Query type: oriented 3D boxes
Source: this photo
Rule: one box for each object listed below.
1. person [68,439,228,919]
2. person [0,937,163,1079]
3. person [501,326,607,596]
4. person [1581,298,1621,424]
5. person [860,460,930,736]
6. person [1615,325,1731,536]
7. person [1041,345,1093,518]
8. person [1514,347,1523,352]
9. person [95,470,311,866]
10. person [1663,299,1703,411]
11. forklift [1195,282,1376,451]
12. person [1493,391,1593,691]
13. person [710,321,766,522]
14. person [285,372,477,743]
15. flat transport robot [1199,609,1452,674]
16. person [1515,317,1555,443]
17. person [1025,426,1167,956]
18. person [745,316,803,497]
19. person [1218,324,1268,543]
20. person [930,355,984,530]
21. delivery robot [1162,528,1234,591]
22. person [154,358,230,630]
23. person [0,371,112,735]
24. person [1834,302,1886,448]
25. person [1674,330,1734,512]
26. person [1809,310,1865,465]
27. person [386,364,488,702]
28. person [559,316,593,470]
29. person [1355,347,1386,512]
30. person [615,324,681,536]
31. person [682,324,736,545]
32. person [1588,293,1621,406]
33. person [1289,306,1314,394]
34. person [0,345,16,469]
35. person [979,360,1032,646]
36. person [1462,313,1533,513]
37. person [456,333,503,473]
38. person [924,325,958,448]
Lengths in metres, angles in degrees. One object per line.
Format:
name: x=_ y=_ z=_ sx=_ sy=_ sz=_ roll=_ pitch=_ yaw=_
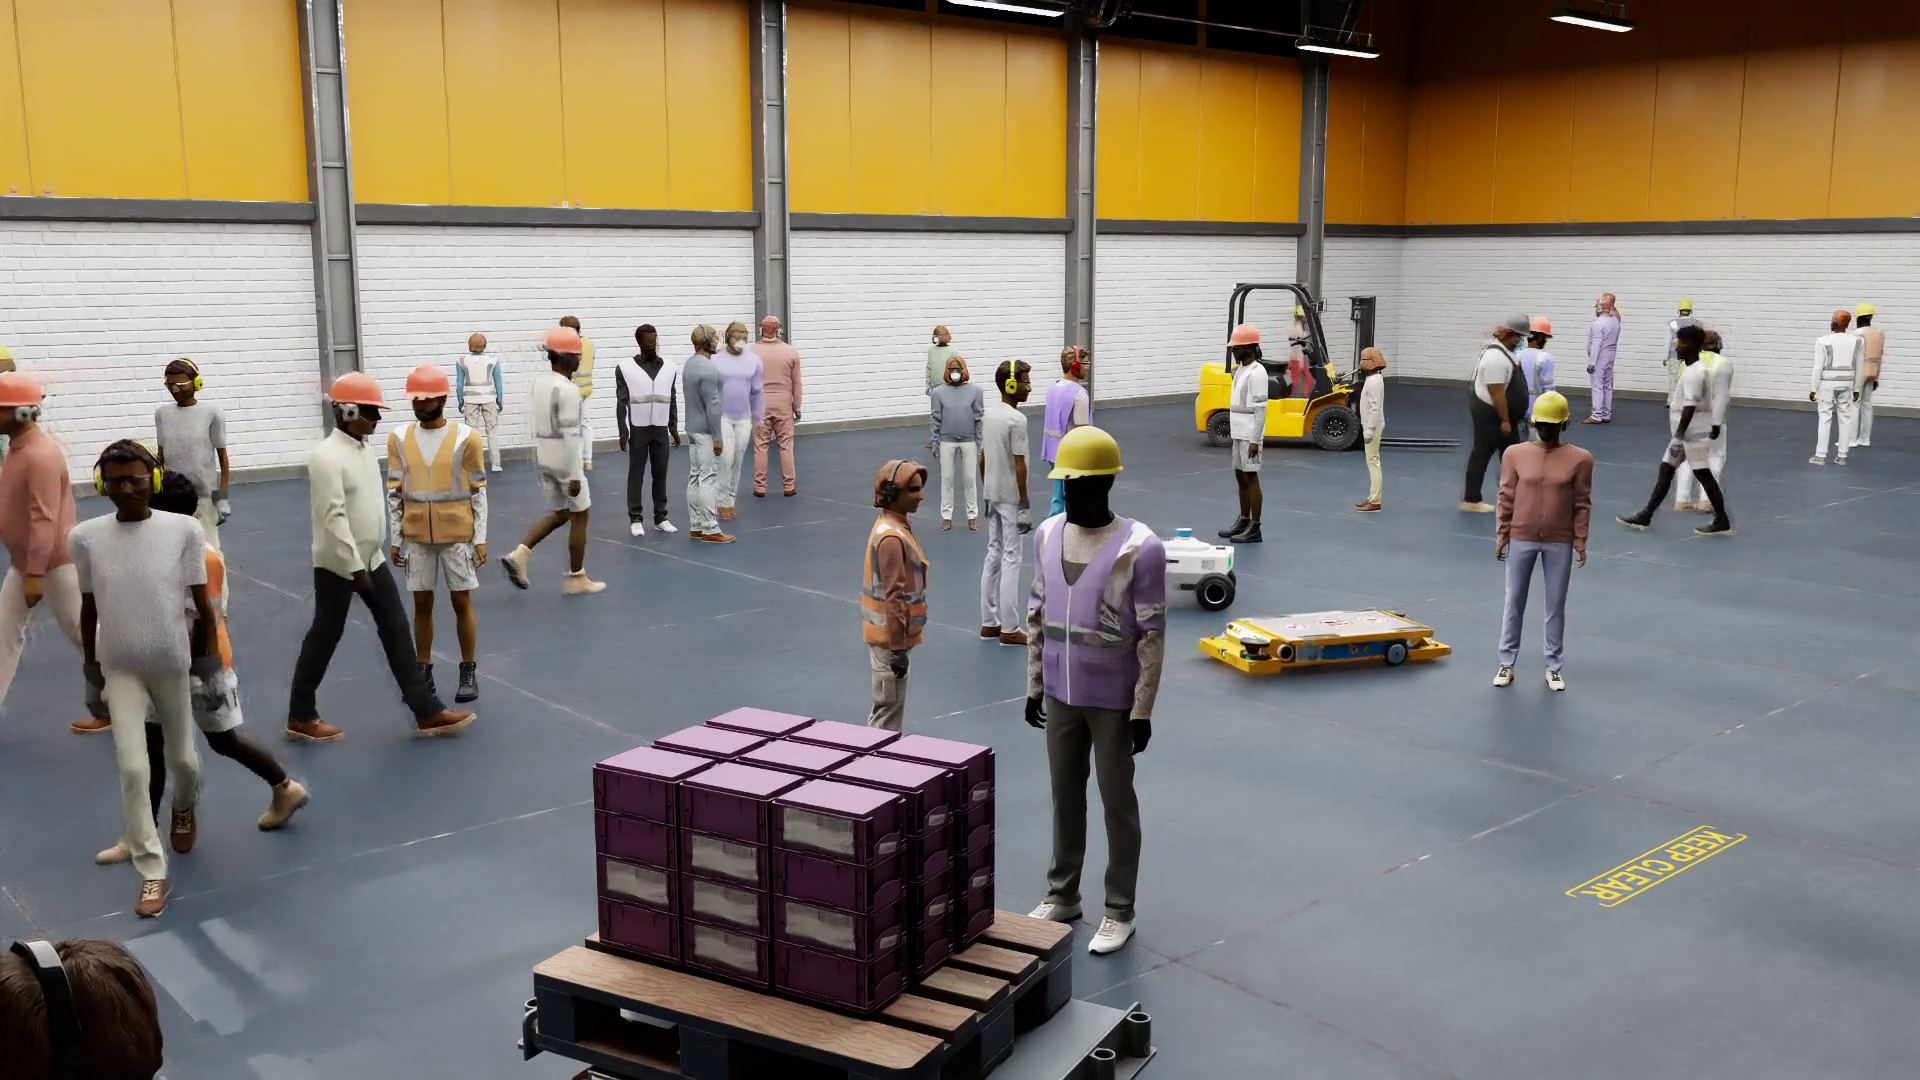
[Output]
person: x=-3.226 y=0.491 z=6.660 sx=0.530 sy=1.839 sz=0.864 roll=-3 pitch=10 yaw=-20
person: x=-0.942 y=1.315 z=1.820 sx=0.621 sy=1.845 sz=0.429 roll=8 pitch=13 yaw=39
person: x=-3.008 y=-0.563 z=12.287 sx=0.676 sy=2.021 sz=0.624 roll=-8 pitch=13 yaw=-41
person: x=9.673 y=-2.700 z=25.143 sx=0.655 sy=1.905 sz=0.407 roll=-8 pitch=13 yaw=-40
person: x=-0.289 y=0.455 z=7.454 sx=0.311 sy=1.636 sz=0.521 roll=0 pitch=10 yaw=-3
person: x=6.598 y=-0.996 z=15.151 sx=0.992 sy=1.912 sz=0.623 roll=4 pitch=10 yaw=22
person: x=0.845 y=-0.590 z=12.961 sx=0.375 sy=1.843 sz=0.574 roll=-5 pitch=11 yaw=-25
person: x=7.794 y=-2.323 z=23.543 sx=0.318 sy=1.699 sz=0.535 roll=-1 pitch=10 yaw=-5
person: x=-3.243 y=0.510 z=7.089 sx=0.532 sy=1.663 sz=0.822 roll=7 pitch=12 yaw=36
person: x=11.816 y=-3.019 z=27.223 sx=0.598 sy=1.832 sz=0.404 roll=1 pitch=10 yaw=8
forklift: x=4.328 y=-2.346 z=22.227 sx=2.313 sy=2.155 sz=1.214 roll=3 pitch=10 yaw=16
person: x=3.399 y=0.008 z=9.721 sx=0.524 sy=1.759 sz=0.328 roll=3 pitch=10 yaw=18
person: x=-2.144 y=-1.125 z=15.893 sx=0.644 sy=1.911 sz=0.654 roll=-6 pitch=11 yaw=-30
person: x=-3.101 y=0.107 z=8.618 sx=0.982 sy=1.940 sz=0.610 roll=2 pitch=10 yaw=9
flat transport robot: x=2.296 y=0.622 z=10.465 sx=1.431 sy=0.197 sz=0.652 roll=-3 pitch=10 yaw=-19
person: x=5.729 y=-1.263 z=16.668 sx=0.375 sy=1.927 sz=0.543 roll=-7 pitch=12 yaw=-34
person: x=0.473 y=0.543 z=6.096 sx=0.588 sy=1.927 sz=0.371 roll=8 pitch=13 yaw=39
person: x=-1.978 y=-1.398 z=17.518 sx=0.645 sy=1.908 sz=0.408 roll=-1 pitch=10 yaw=-8
person: x=2.512 y=-0.938 z=14.737 sx=0.365 sy=1.934 sz=0.553 roll=-2 pitch=10 yaw=-10
person: x=-0.024 y=-0.896 z=15.406 sx=0.503 sy=1.626 sz=0.283 roll=0 pitch=10 yaw=0
delivery robot: x=1.630 y=0.157 z=12.092 sx=0.707 sy=0.478 sz=0.477 roll=2 pitch=10 yaw=10
person: x=-5.138 y=-0.282 z=11.114 sx=0.509 sy=1.865 sz=0.329 roll=0 pitch=10 yaw=2
person: x=-4.837 y=0.109 z=8.586 sx=1.008 sy=1.937 sz=0.642 roll=-9 pitch=14 yaw=-44
person: x=11.947 y=-2.181 z=22.063 sx=0.594 sy=1.921 sz=0.379 roll=-4 pitch=10 yaw=-21
person: x=7.328 y=-1.169 z=16.475 sx=0.537 sy=1.804 sz=0.645 roll=-5 pitch=11 yaw=-28
person: x=10.639 y=-1.847 z=20.208 sx=0.584 sy=1.883 sz=0.345 roll=1 pitch=10 yaw=4
person: x=-2.964 y=-0.031 z=9.426 sx=0.553 sy=1.934 sz=0.364 roll=0 pitch=10 yaw=-2
person: x=-4.538 y=-1.705 z=19.530 sx=0.429 sy=1.839 sz=0.650 roll=3 pitch=10 yaw=17
person: x=4.085 y=-1.095 z=16.540 sx=0.268 sy=1.632 sz=0.506 roll=3 pitch=10 yaw=15
person: x=-2.851 y=-1.009 z=15.200 sx=0.596 sy=1.918 sz=0.382 roll=-7 pitch=12 yaw=-34
person: x=-2.240 y=-0.930 z=14.687 sx=0.372 sy=1.940 sz=0.630 roll=-5 pitch=11 yaw=-29
person: x=10.914 y=-3.218 z=28.165 sx=0.408 sy=1.912 sz=0.641 roll=7 pitch=12 yaw=34
person: x=5.486 y=-2.857 z=26.500 sx=0.579 sy=1.744 sz=0.562 roll=5 pitch=11 yaw=25
person: x=-8.780 y=-0.934 z=15.287 sx=0.312 sy=1.743 sz=0.496 roll=-9 pitch=13 yaw=-42
person: x=0.315 y=-0.243 z=10.880 sx=0.329 sy=1.865 sz=0.513 roll=-5 pitch=11 yaw=-28
person: x=5.335 y=-1.250 z=16.260 sx=0.821 sy=2.000 sz=0.710 roll=5 pitch=11 yaw=28
person: x=-5.613 y=-1.595 z=19.453 sx=0.523 sy=1.638 sz=0.311 roll=-2 pitch=10 yaw=-13
person: x=-0.245 y=-2.004 z=21.867 sx=0.500 sy=1.633 sz=0.279 roll=7 pitch=12 yaw=34
